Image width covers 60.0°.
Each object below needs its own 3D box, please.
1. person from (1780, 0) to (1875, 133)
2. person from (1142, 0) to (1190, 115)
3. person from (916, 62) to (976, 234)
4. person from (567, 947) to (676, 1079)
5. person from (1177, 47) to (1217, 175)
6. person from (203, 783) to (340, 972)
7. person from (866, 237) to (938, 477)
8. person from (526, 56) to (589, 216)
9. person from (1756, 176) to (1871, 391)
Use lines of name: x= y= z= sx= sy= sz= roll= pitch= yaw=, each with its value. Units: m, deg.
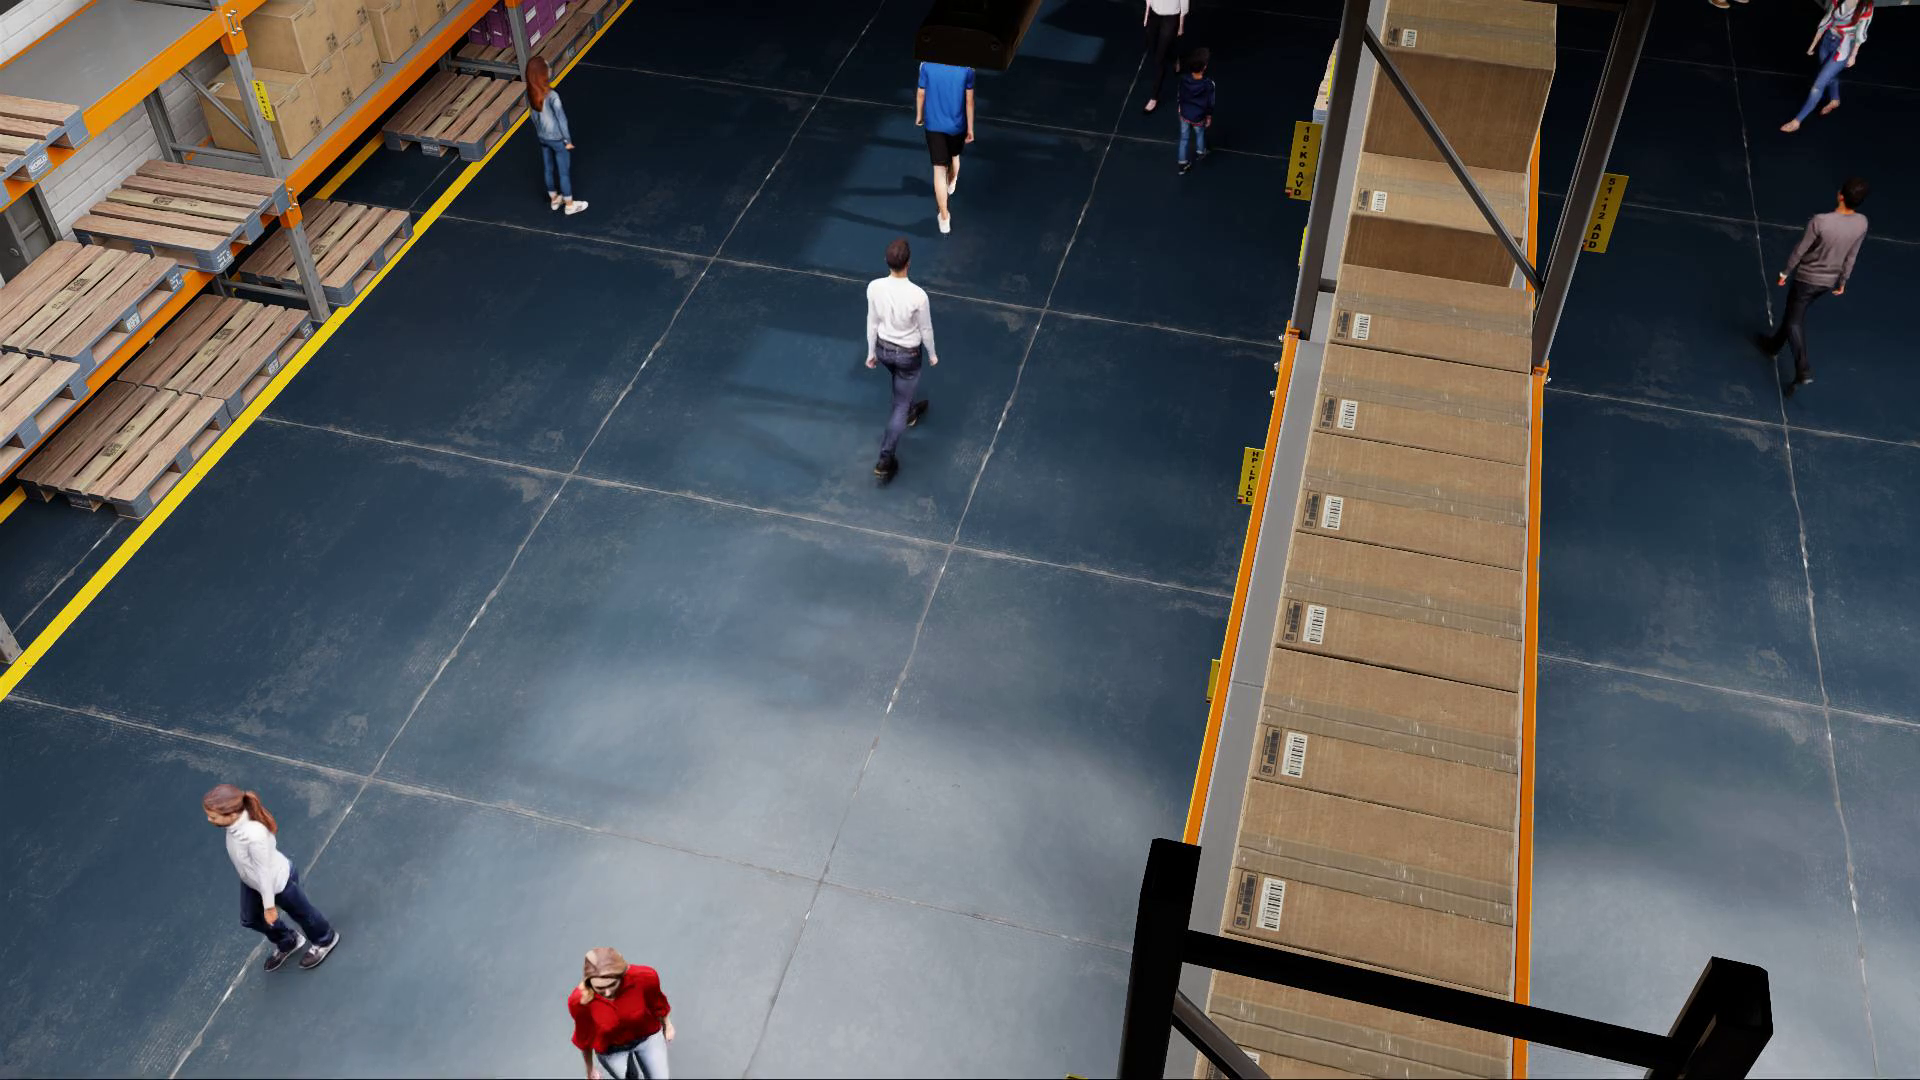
person: x=8.414 y=-4.694 z=15.869 sx=1.107 sy=1.576 sz=1.066 roll=-21 pitch=47 yaw=-20
person: x=2.015 y=-5.030 z=16.100 sx=0.879 sy=1.743 sz=1.065 roll=32 pitch=52 yaw=29
person: x=-0.130 y=-3.570 z=14.511 sx=0.920 sy=1.820 sz=1.304 roll=-2 pitch=44 yaw=-2
person: x=-1.670 y=2.437 z=8.300 sx=0.742 sy=1.690 sz=0.768 roll=-14 pitch=45 yaw=-14
person: x=2.133 y=-3.932 z=15.336 sx=0.615 sy=1.206 sz=0.764 roll=19 pitch=47 yaw=19
person: x=-3.695 y=1.790 z=9.087 sx=0.638 sy=1.541 sz=0.712 roll=25 pitch=49 yaw=24
person: x=-0.476 y=-1.296 z=12.119 sx=0.781 sy=1.828 sz=1.285 roll=17 pitch=46 yaw=17
person: x=-3.628 y=-3.591 z=14.783 sx=0.618 sy=1.476 sz=0.600 roll=26 pitch=49 yaw=25
person: x=6.643 y=-1.967 z=12.885 sx=0.920 sy=1.742 sz=1.188 roll=0 pitch=44 yaw=0
